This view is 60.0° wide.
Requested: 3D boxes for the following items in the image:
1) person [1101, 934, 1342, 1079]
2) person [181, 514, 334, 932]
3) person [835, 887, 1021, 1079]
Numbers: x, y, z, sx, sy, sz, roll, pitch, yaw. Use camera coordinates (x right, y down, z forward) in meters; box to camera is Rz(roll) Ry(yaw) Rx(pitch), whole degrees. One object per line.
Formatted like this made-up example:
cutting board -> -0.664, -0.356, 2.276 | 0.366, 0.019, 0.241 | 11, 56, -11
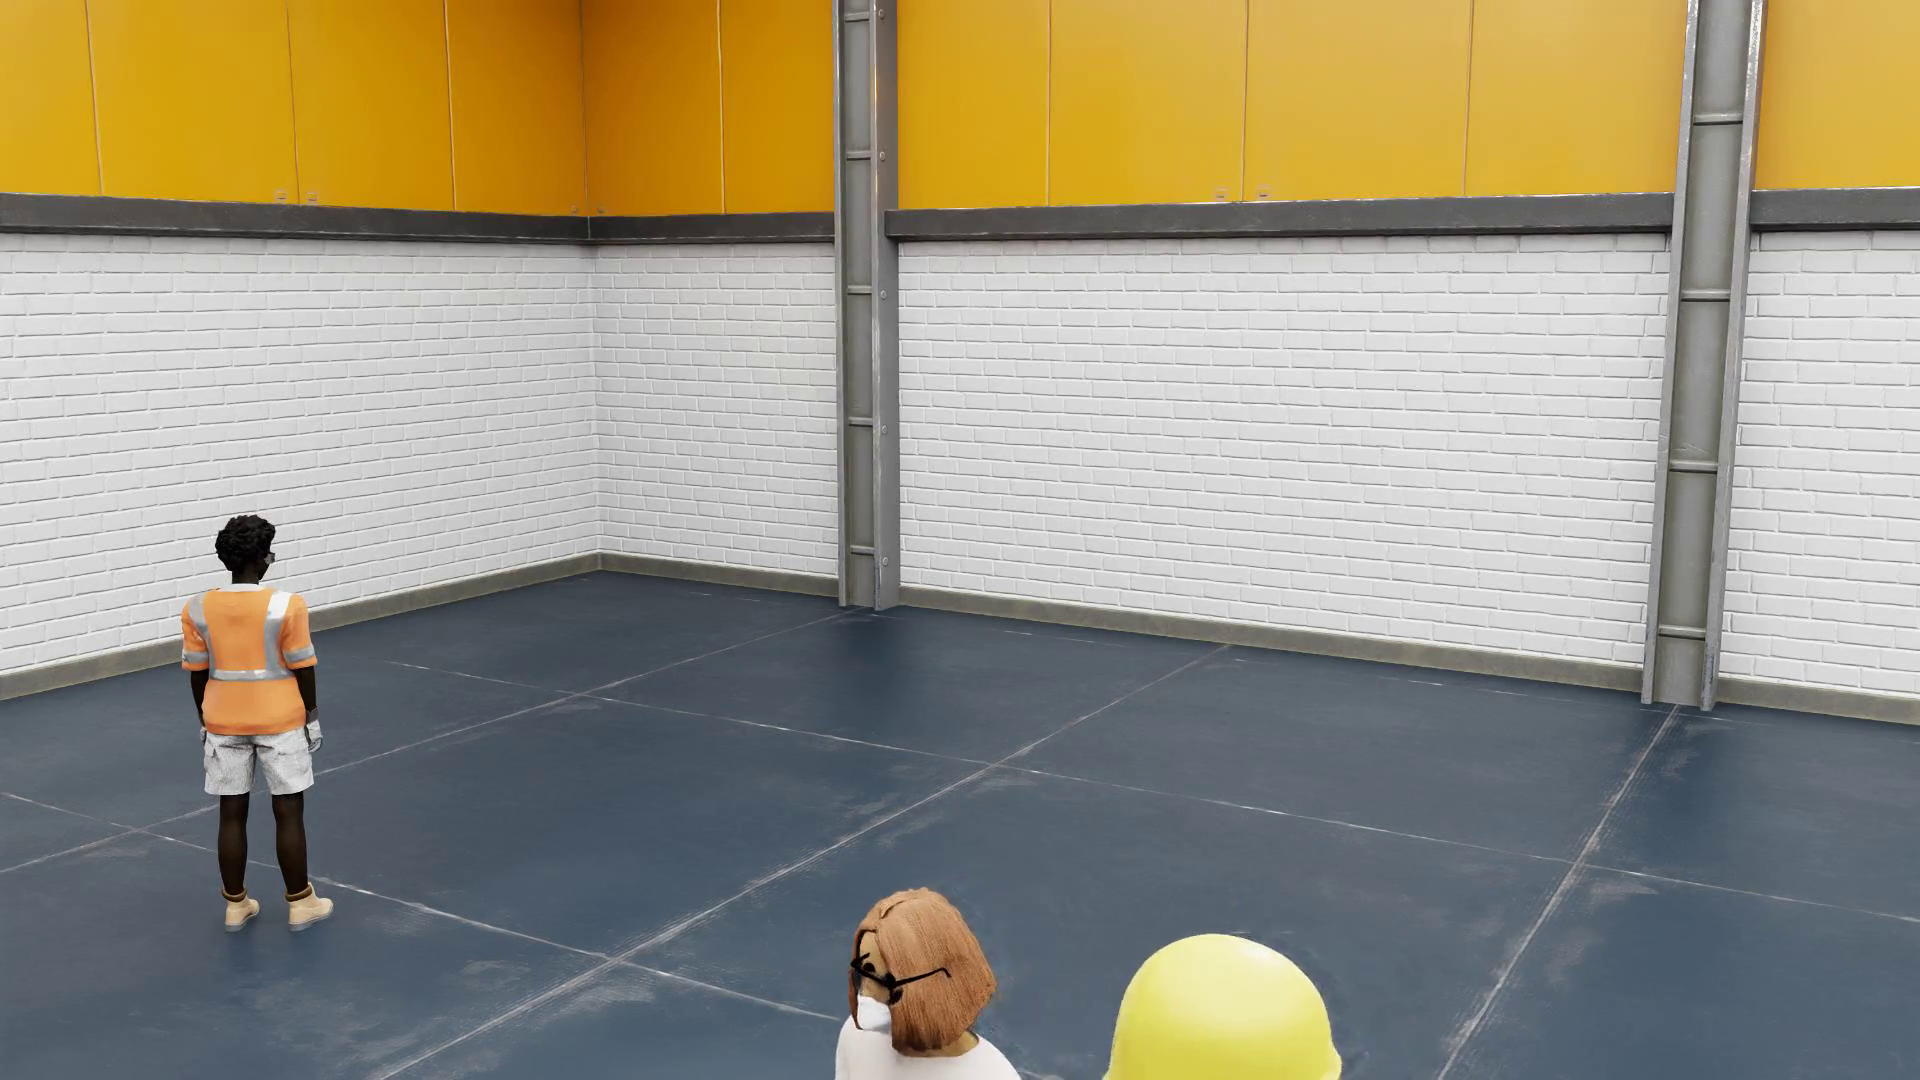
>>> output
person -> 0.334, 1.388, 1.984 | 0.417, 1.902, 0.613 | -2, 9, -15
person -> -2.821, 0.741, 6.680 | 0.531, 1.692, 0.320 | 0, 9, 2
person -> -0.080, 1.385, 2.984 | 0.871, 1.581, 0.523 | -7, 11, -36
